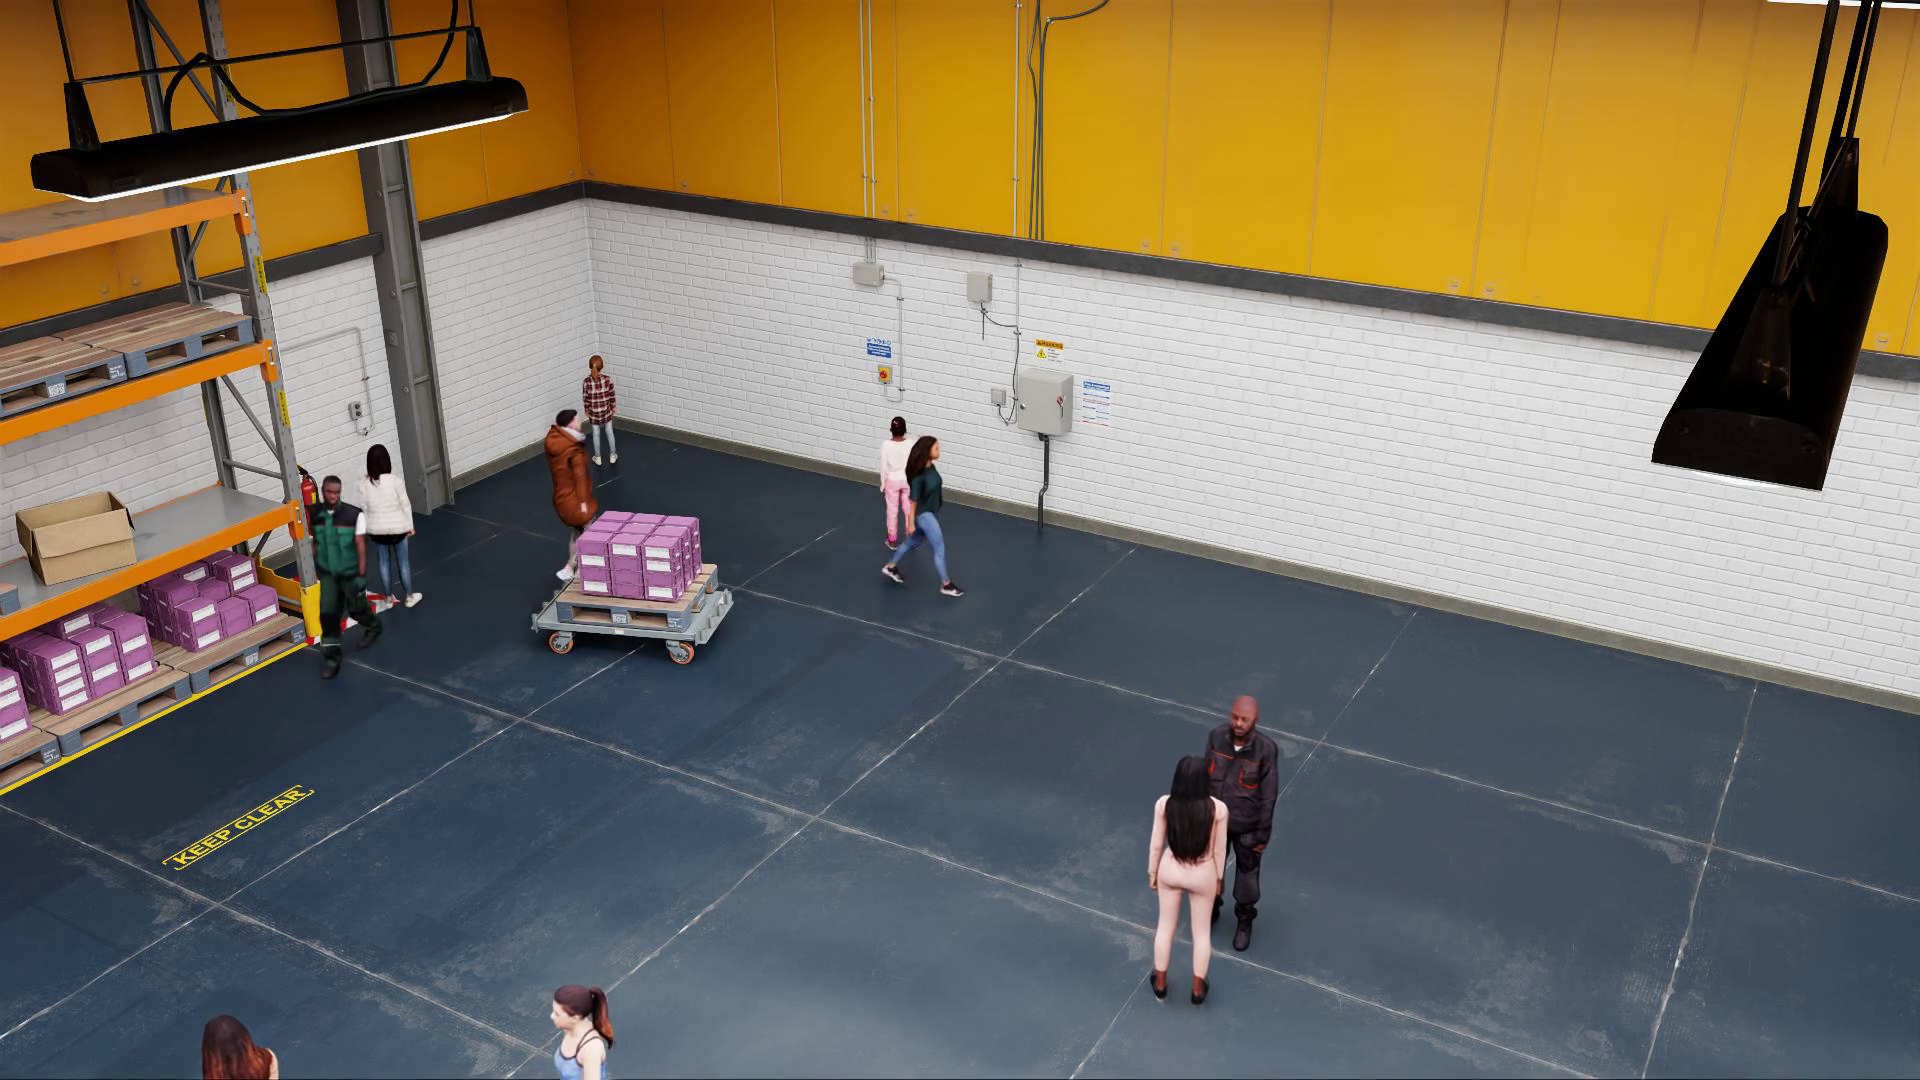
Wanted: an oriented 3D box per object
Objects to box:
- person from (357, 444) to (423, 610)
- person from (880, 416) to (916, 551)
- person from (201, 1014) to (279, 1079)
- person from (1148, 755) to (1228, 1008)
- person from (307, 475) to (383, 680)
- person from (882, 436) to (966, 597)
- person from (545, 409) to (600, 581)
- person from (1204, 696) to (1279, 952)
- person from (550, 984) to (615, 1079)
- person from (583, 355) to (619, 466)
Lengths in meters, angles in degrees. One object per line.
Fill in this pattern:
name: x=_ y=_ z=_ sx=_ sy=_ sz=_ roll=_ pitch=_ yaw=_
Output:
person: x=-5.410 y=-0.132 z=15.738 sx=0.706 sy=1.638 sz=0.730 roll=-2 pitch=24 yaw=-4
person: x=-0.620 y=-0.608 z=17.068 sx=0.624 sy=1.444 sz=0.667 roll=-4 pitch=24 yaw=-9
person: x=-3.569 y=3.072 z=8.381 sx=0.655 sy=1.659 sz=0.466 roll=15 pitch=28 yaw=30
person: x=1.427 y=2.136 z=10.454 sx=0.687 sy=1.714 sz=0.638 roll=5 pitch=24 yaw=12
person: x=-5.386 y=0.256 z=14.650 sx=1.018 sy=1.798 sz=1.271 roll=4 pitch=24 yaw=9
person: x=-0.420 y=-0.235 z=16.057 sx=0.766 sy=1.571 sz=1.093 roll=9 pitch=25 yaw=19
person: x=-3.784 y=-0.349 z=16.005 sx=0.843 sy=1.822 sz=0.802 roll=-21 pitch=31 yaw=-40
person: x=1.835 y=1.820 z=11.044 sx=0.676 sy=1.820 sz=0.561 roll=13 pitch=27 yaw=27
person: x=-1.882 y=2.983 z=8.657 sx=0.895 sy=1.602 sz=0.791 roll=-12 pitch=26 yaw=-26
person: x=-4.183 y=-1.519 z=19.327 sx=0.616 sy=1.305 sz=0.684 roll=-8 pitch=25 yaw=-17
